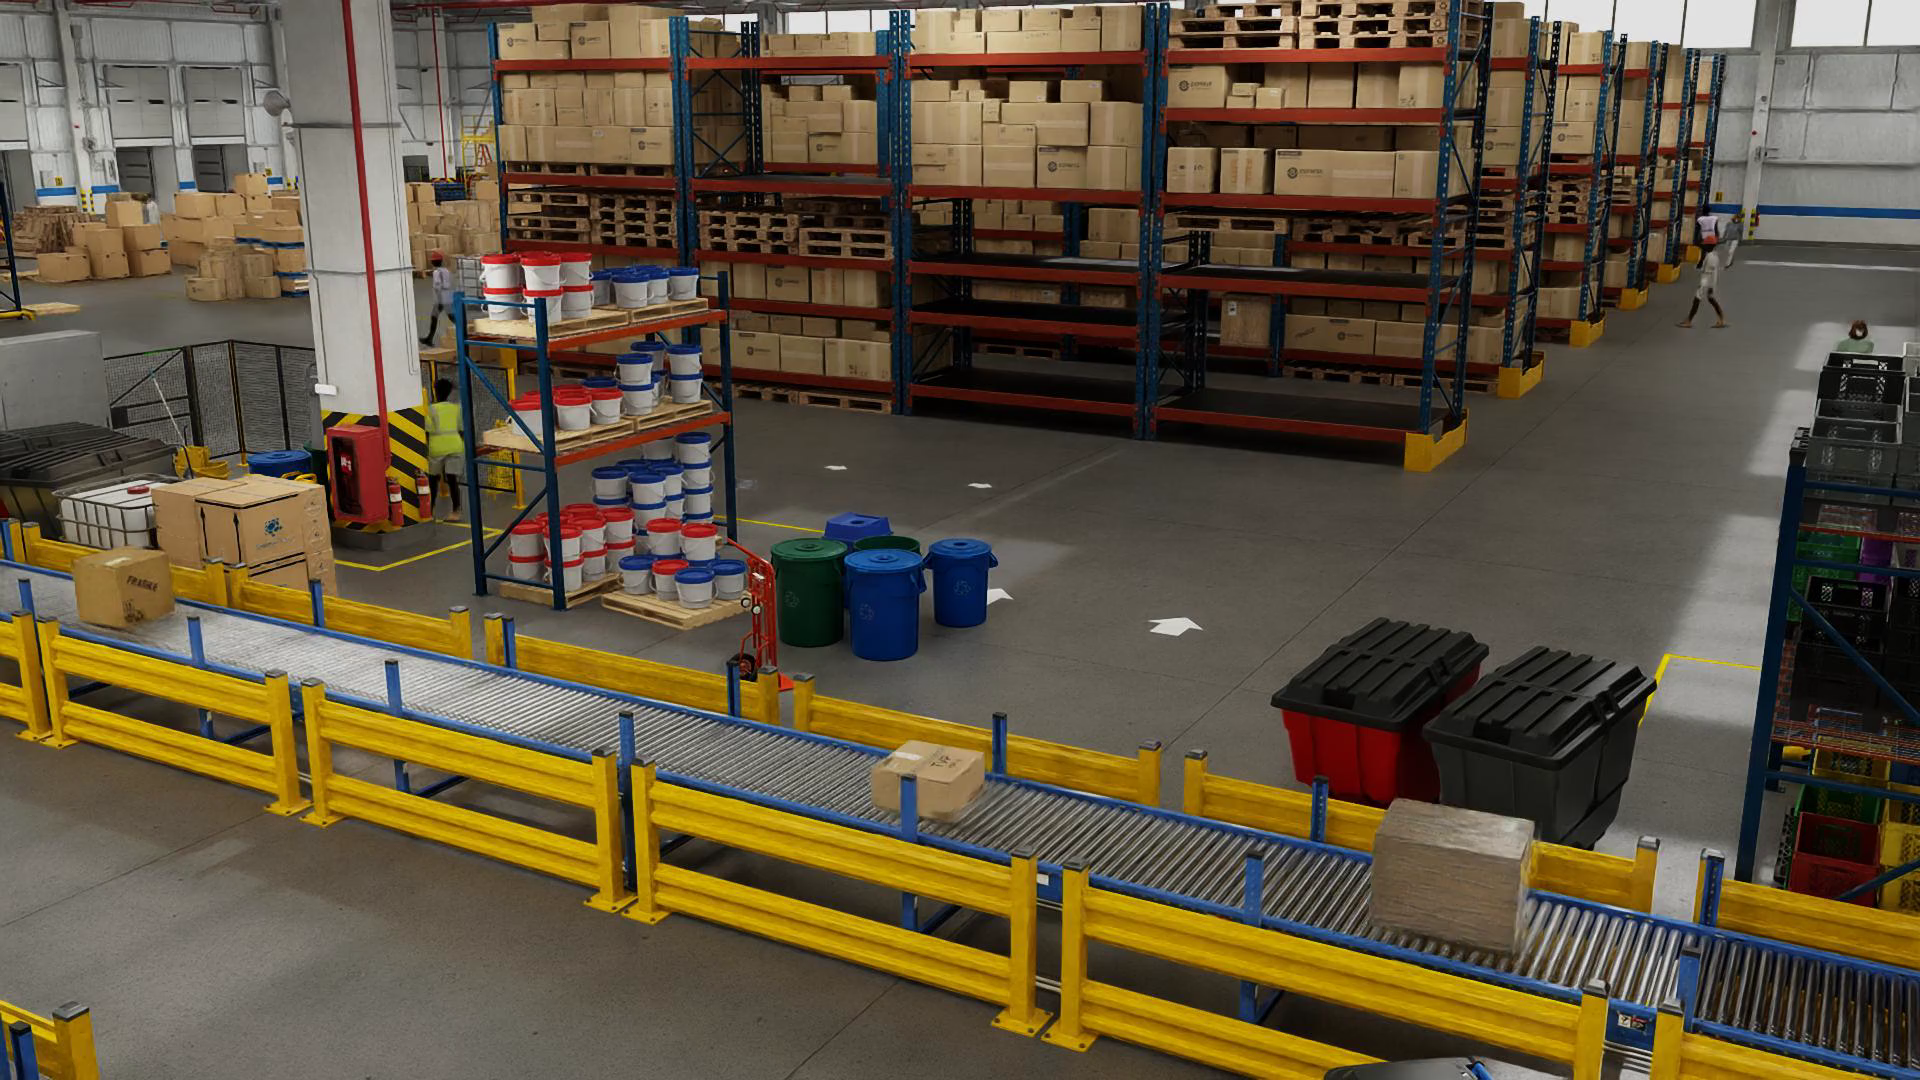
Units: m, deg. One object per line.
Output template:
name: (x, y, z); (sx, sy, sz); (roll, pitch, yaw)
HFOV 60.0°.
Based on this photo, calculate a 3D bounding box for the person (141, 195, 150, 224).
person: (-25.495, -9.798, 51.861); (0.915, 1.890, 0.654); (-8, 17, -28)

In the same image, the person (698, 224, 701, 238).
person: (-6.871, -8.137, 45.544); (0.587, 1.913, 0.391); (2, 15, 8)

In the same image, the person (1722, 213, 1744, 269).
person: (22.343, -8.655, 48.065); (0.528, 1.609, 0.632); (13, 20, 41)

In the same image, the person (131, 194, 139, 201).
person: (-26.528, -10.285, 53.805); (0.553, 1.810, 0.440); (1, 15, 2)

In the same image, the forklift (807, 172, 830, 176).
forklift: (-5.198, -12.865, 61.463); (1.129, 2.768, 1.873); (8, 17, 28)

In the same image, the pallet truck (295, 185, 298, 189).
pallet truck: (-26.804, -14.617, 69.738); (1.885, 1.965, 0.823); (-14, 20, -42)

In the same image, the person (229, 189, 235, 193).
person: (-26.189, -11.857, 60.069); (0.311, 1.633, 0.519); (-12, 19, -37)

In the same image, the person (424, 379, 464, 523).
person: (-6.031, -1.040, 19.351); (0.602, 1.647, 0.745); (-13, 19, -40)

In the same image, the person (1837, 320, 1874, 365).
person: (13.422, -2.528, 25.047); (0.515, 1.604, 0.806); (5, 16, 19)

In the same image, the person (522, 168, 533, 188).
person: (-18.470, -14.848, 70.748); (0.574, 1.920, 0.455); (-14, 20, -42)

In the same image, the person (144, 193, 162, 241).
person: (-25.767, -10.083, 52.922); (0.653, 1.884, 1.041); (6, 16, 20)

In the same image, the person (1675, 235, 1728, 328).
person: (15.982, -5.504, 35.507); (1.051, 1.997, 0.623); (7, 16, 24)

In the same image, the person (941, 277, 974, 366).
person: (-0.030, -3.841, 29.500); (0.983, 1.850, 0.671); (10, 18, 32)

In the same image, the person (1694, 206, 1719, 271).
person: (21.128, -8.504, 47.075); (0.606, 1.861, 1.051); (-1, 15, -5)

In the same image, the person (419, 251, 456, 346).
person: (-10.286, -4.775, 32.956); (1.019, 1.884, 0.564); (4, 15, 13)
